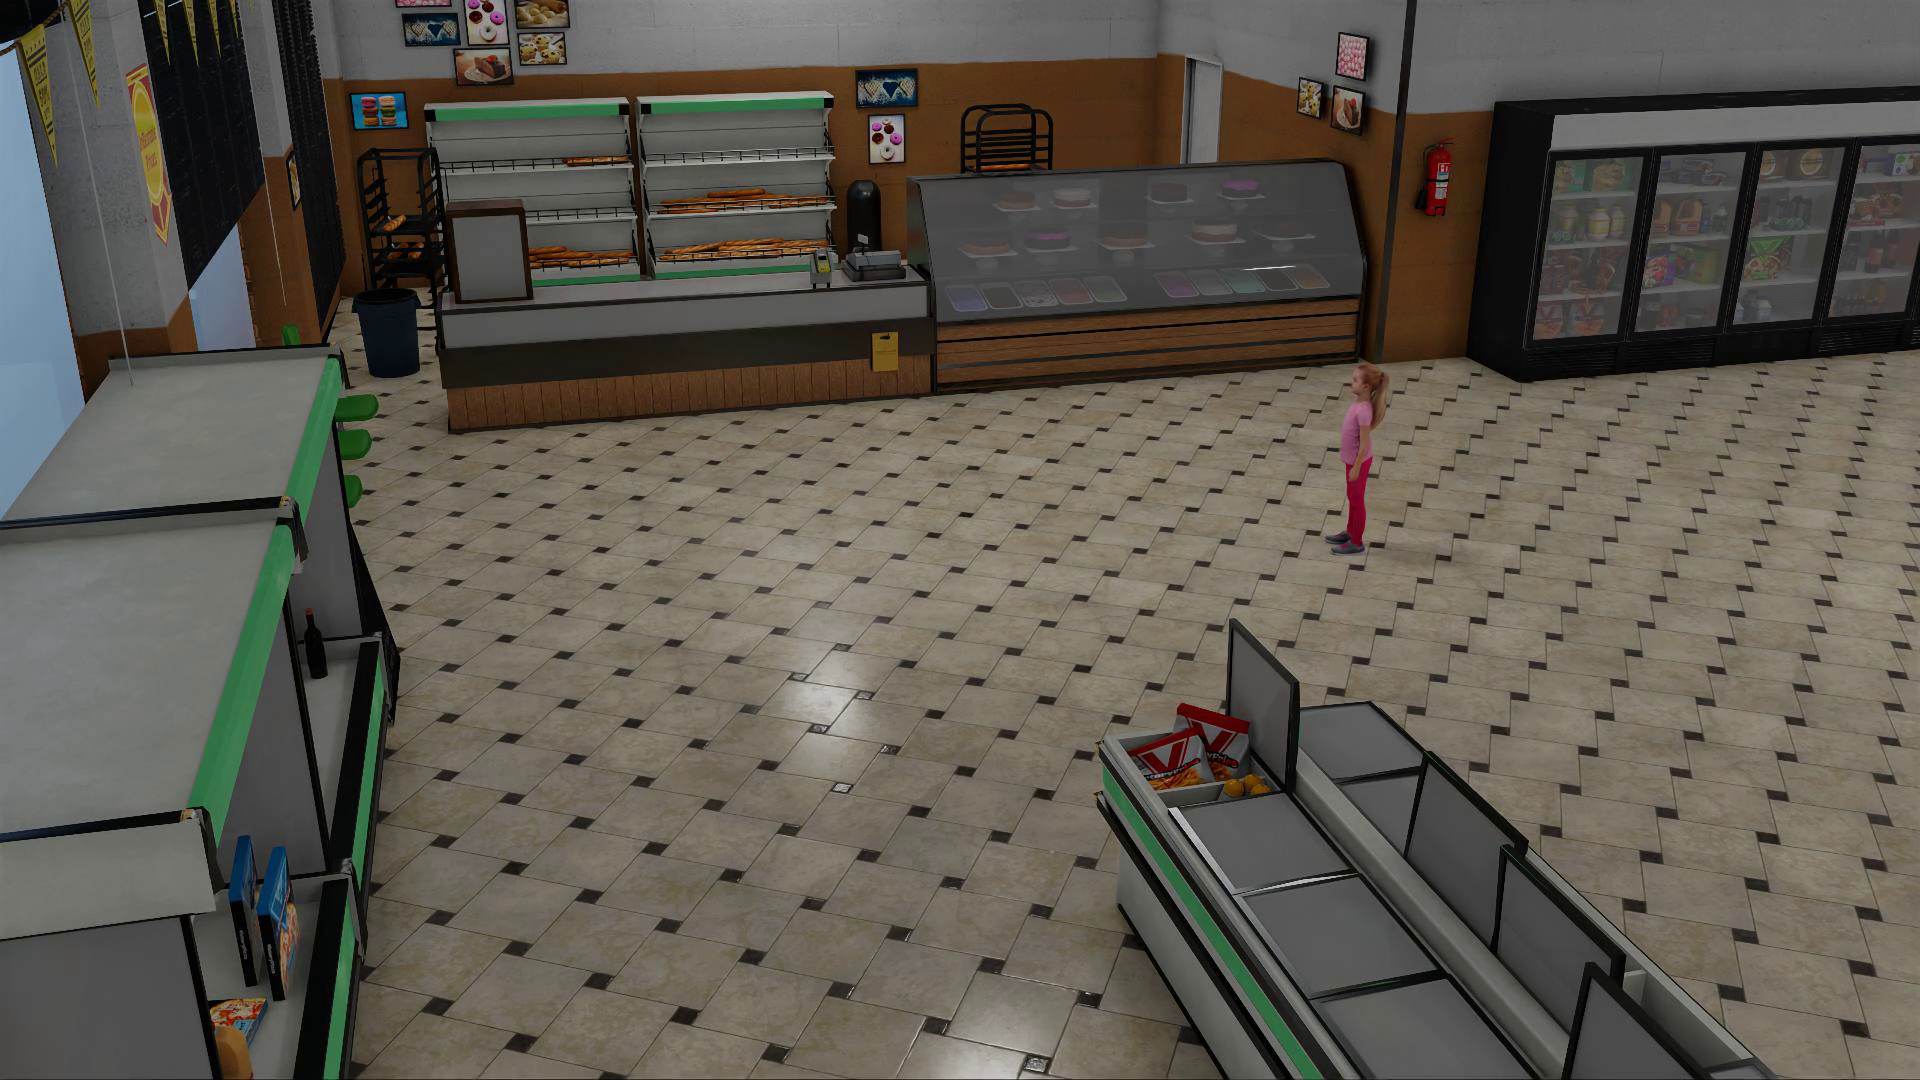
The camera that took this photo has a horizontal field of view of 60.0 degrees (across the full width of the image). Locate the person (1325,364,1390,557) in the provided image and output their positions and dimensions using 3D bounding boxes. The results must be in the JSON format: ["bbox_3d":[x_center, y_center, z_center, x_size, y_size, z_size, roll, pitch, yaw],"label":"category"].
[{"bbox_3d":[2.582,-0.532,10.786,0.615,1.270,0.534,2,22,5],"label":"person"}]
